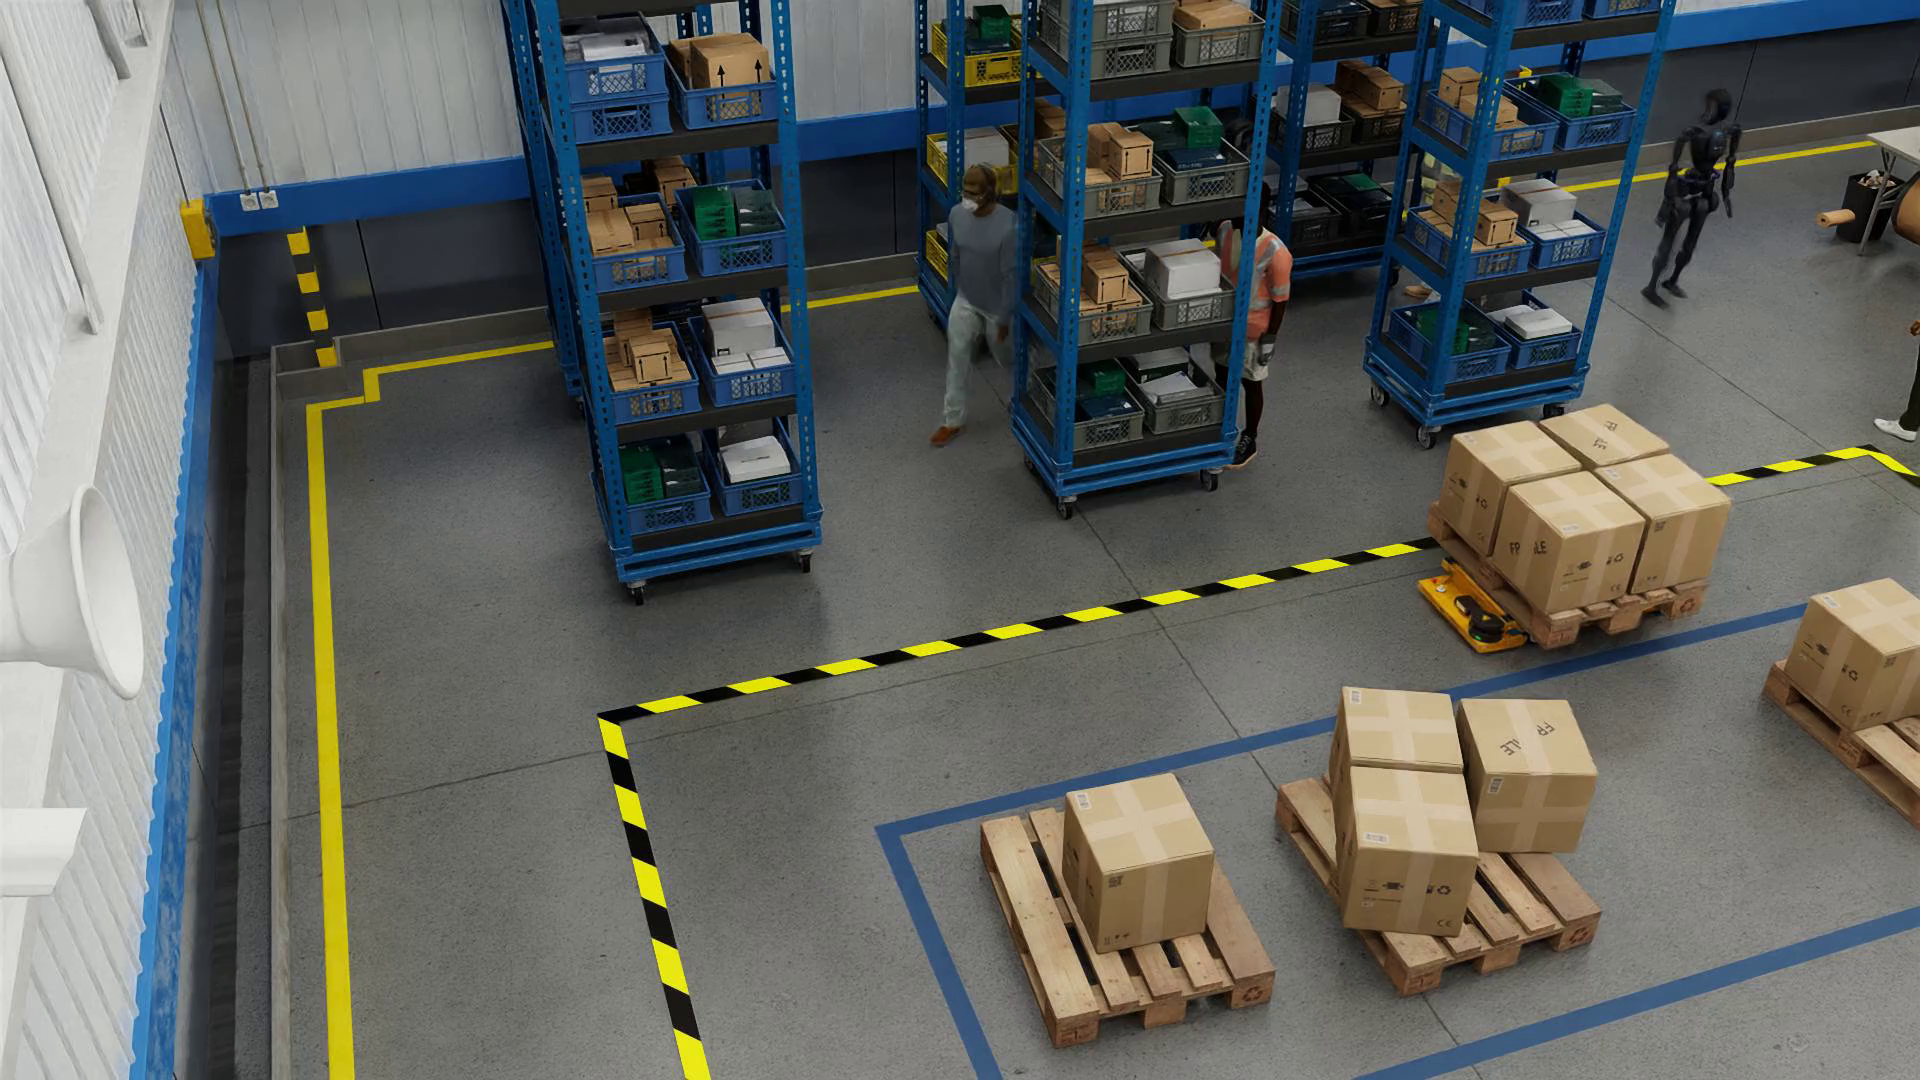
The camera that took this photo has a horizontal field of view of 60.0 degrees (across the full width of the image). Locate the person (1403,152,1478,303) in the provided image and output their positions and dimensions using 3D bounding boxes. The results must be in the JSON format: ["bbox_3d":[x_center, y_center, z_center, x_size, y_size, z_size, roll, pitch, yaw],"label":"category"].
[{"bbox_3d":[3.596,-2.540,12.293,0.429,1.844,0.625,6,36,8],"label":"person"}]

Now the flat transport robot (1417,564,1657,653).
[{"bbox_3d":[3.465,0.257,9.667,1.431,0.197,0.652,-11,37,-15],"label":"flat transport robot"}]

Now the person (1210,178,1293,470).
[{"bbox_3d":[1.784,-1.372,10.530,0.369,1.963,0.606,-23,41,-29],"label":"person"}]

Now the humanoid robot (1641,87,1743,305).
[{"bbox_3d":[5.524,-2.593,12.498,0.593,1.656,0.323,-8,36,-12],"label":"humanoid robot"}]

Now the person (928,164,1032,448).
[{"bbox_3d":[0.184,-1.573,10.874,0.629,1.896,0.954,24,42,30],"label":"person"}]

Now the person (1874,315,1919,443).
[{"bbox_3d":[6.463,-1.493,10.799,0.589,1.852,0.367,-11,37,-16],"label":"person"}]

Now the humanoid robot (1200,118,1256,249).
[{"bbox_3d":[1.970,-2.242,11.998,0.315,1.659,0.599,-17,39,-23],"label":"humanoid robot"}]
